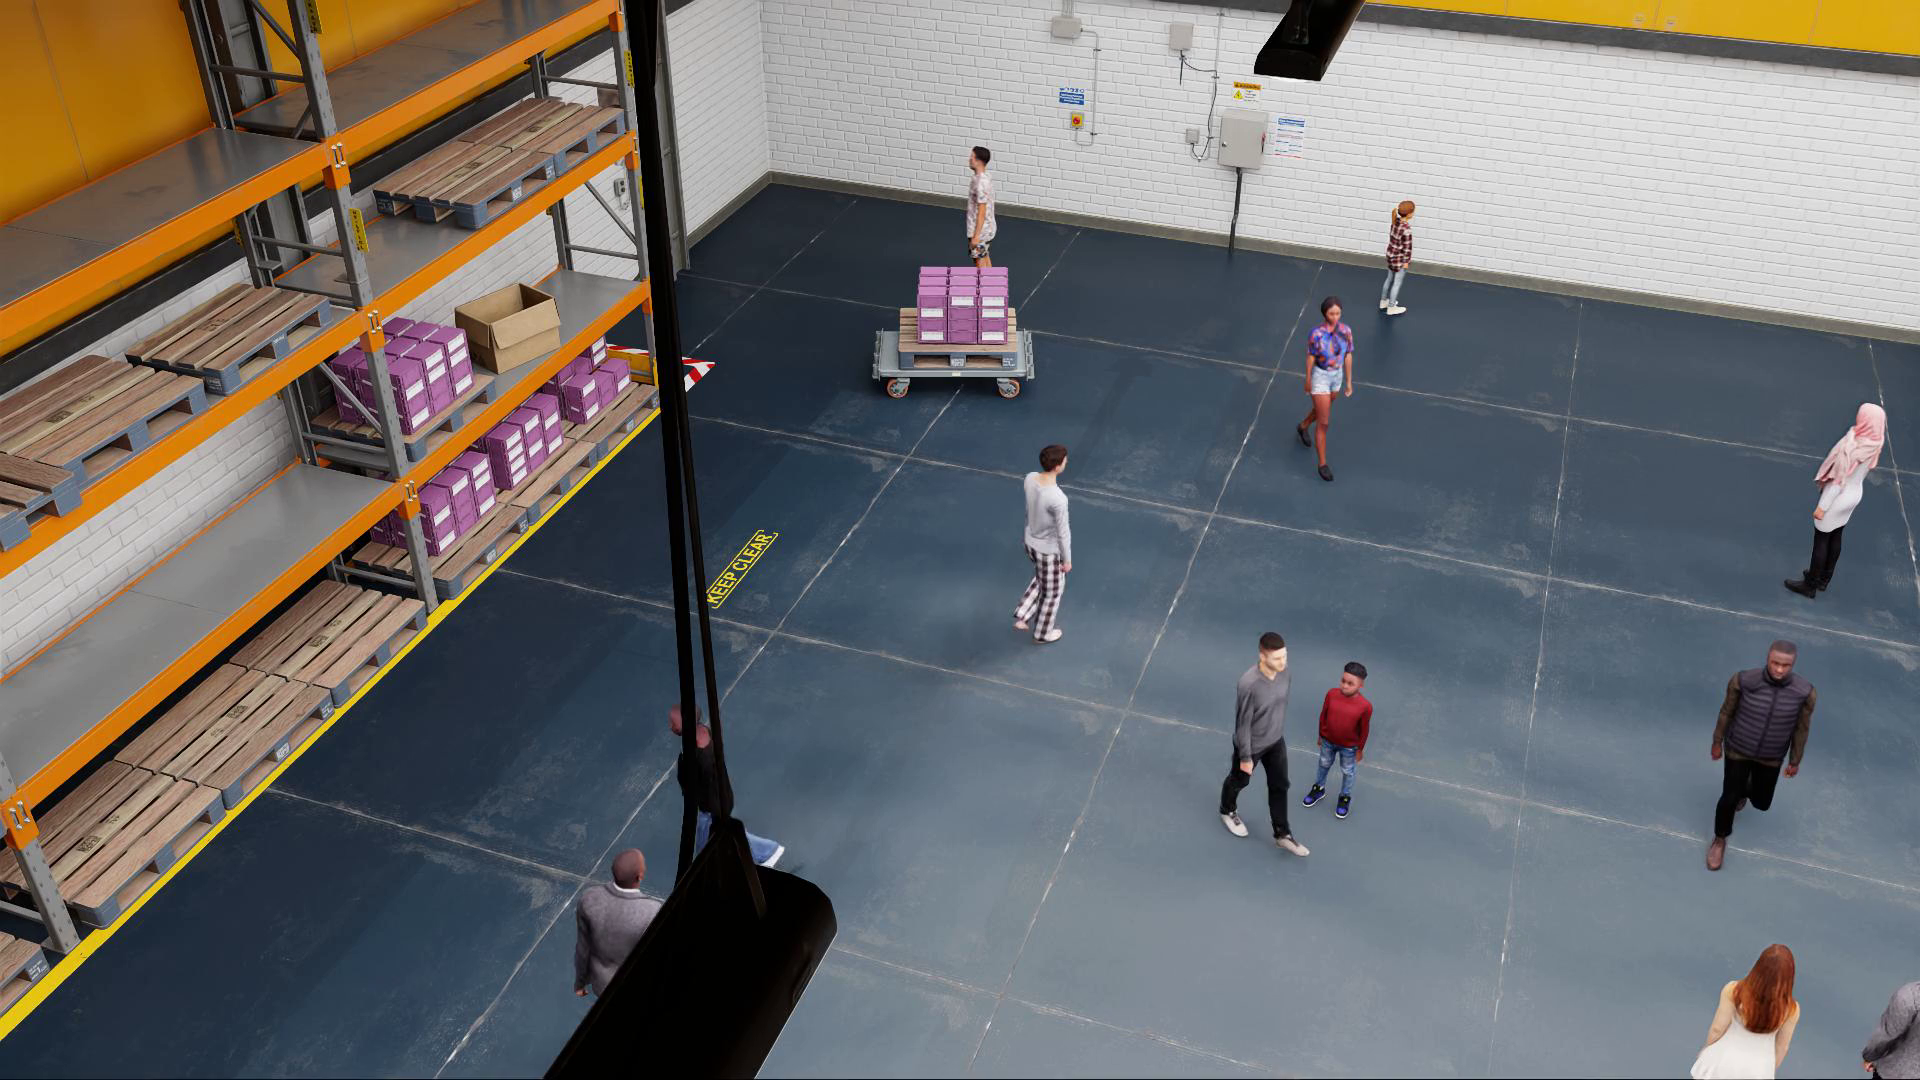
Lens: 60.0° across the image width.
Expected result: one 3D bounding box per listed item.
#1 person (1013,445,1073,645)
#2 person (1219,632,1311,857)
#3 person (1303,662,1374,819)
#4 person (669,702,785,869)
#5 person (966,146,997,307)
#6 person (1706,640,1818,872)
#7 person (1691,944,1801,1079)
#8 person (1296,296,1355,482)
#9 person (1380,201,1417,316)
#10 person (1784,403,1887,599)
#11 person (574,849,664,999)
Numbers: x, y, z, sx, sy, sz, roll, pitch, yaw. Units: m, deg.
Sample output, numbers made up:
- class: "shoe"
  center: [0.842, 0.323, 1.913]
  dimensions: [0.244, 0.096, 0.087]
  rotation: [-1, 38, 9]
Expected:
- class: "person"
  center: [0.606, 0.079, 13.090]
  dimensions: [0.885, 1.832, 0.825]
  rotation: [-20, 39, -28]
- class: "person"
  center: [1.971, 1.313, 11.318]
  dimensions: [1.006, 1.737, 1.006]
  rotation: [-22, 39, -29]
- class: "person"
  center: [2.679, 1.373, 11.662]
  dimensions: [0.546, 1.256, 0.547]
  rotation: [20, 38, 27]
- class: "person"
  center: [-1.538, 1.698, 10.753]
  dimensions: [1.046, 1.722, 1.015]
  rotation: [-15, 36, -21]
- class: "person"
  center: [0.240, -3.495, 18.482]
  dimensions: [0.770, 1.816, 0.572]
  rotation: [5, 34, 7]
- class: "person"
  center: [5.342, 1.372, 11.156]
  dimensions: [0.722, 1.819, 0.946]
  rotation: [12, 35, 17]
- class: "person"
  center: [4.247, 2.833, 9.055]
  dimensions: [0.568, 1.711, 0.547]
  rotation: [15, 36, 21]
- class: "person"
  center: [3.396, -1.496, 15.576]
  dimensions: [1.048, 1.703, 1.188]
  rotation: [-10, 35, -15]
- class: "person"
  center: [4.846, -3.135, 18.402]
  dimensions: [0.666, 1.304, 0.581]
  rotation: [-6, 34, -9]
- class: "person"
  center: [7.270, -0.332, 13.734]
  dimensions: [0.727, 1.804, 0.803]
  rotation: [-19, 38, -26]
- class: "person"
  center: [-1.933, 2.549, 9.410]
  dimensions: [0.762, 1.793, 0.642]
  rotation: [8, 34, 12]
